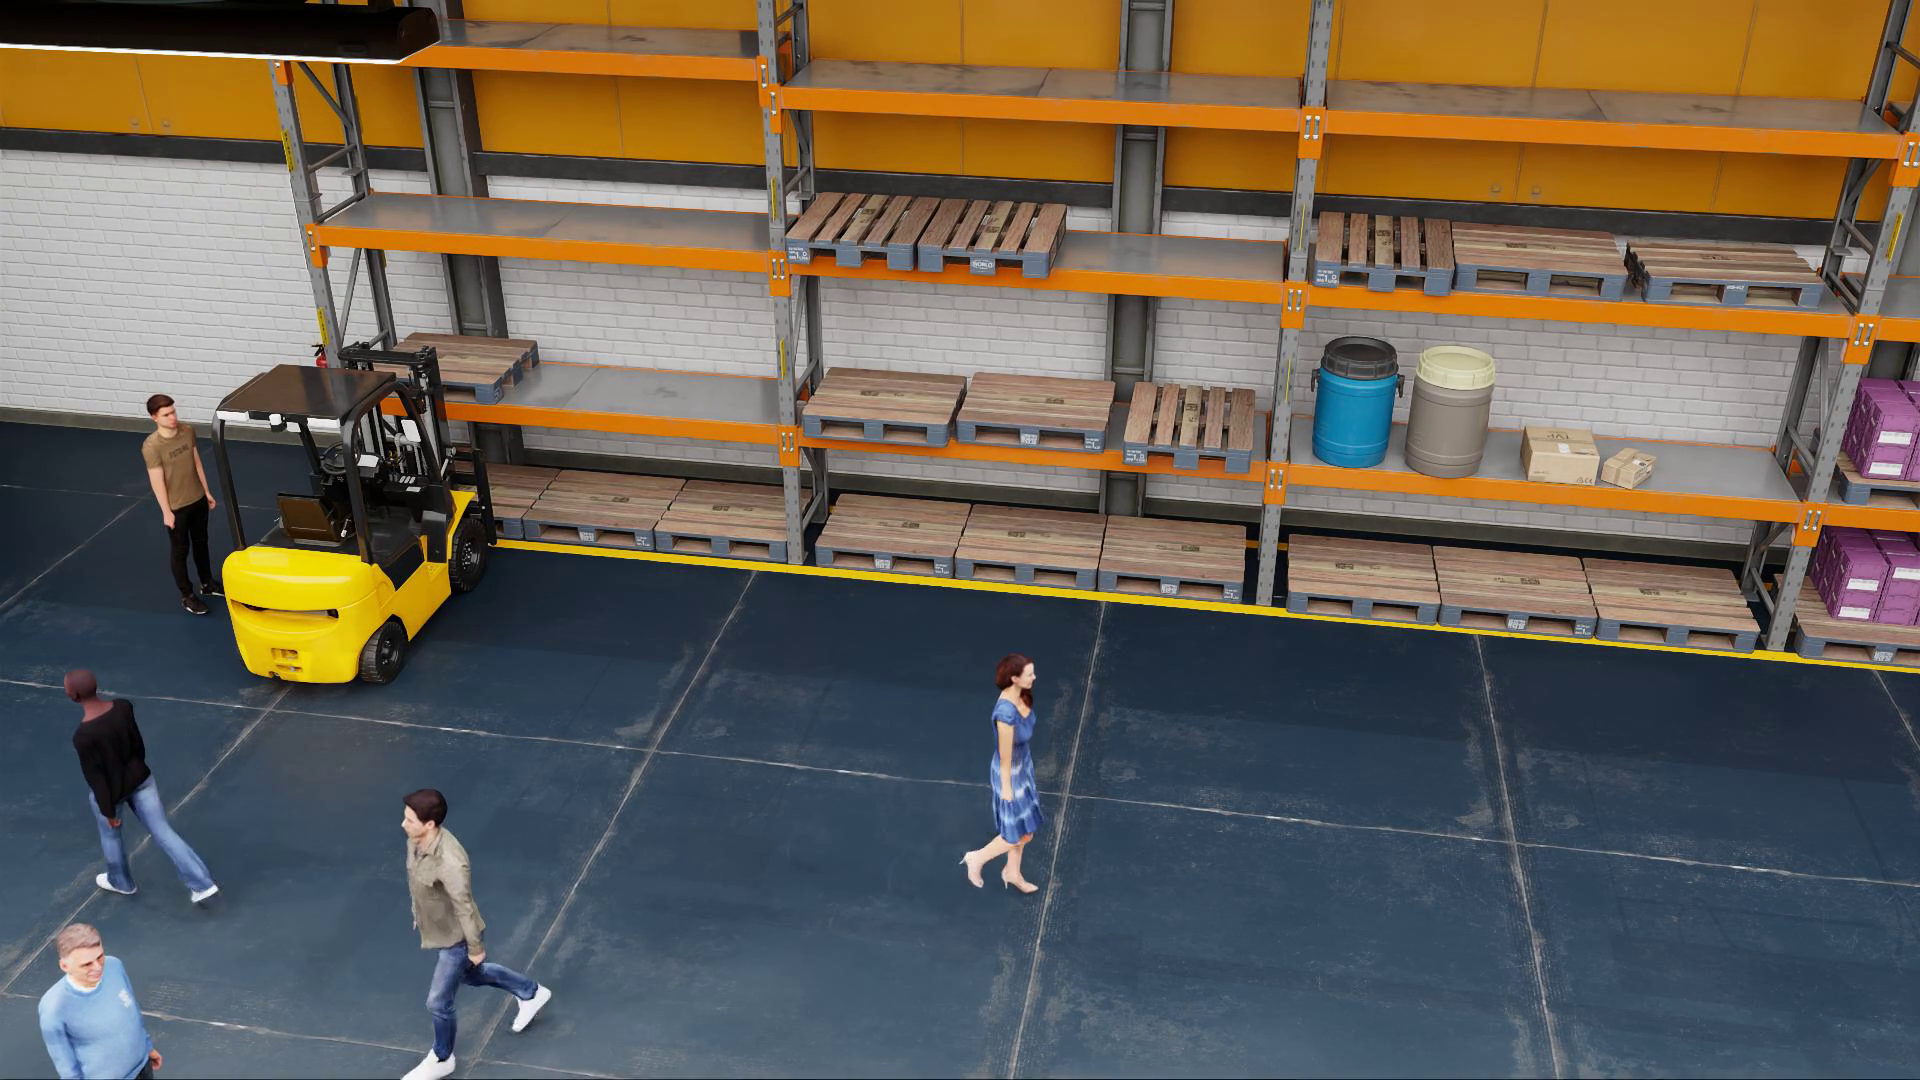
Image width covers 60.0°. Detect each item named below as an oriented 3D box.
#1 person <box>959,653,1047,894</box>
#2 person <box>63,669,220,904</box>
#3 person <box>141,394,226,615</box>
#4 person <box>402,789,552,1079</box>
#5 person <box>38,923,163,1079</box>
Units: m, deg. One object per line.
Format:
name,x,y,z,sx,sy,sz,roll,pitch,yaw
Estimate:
person,0.250,1.475,10.188,0.757,1.794,0.658,5,29,10
person,-5.028,1.540,10.155,1.213,1.712,0.802,13,31,22
person,-6.274,-0.321,13.421,0.637,1.851,0.700,11,31,19
person,-2.660,2.080,9.019,1.225,1.850,1.191,-19,34,-31
person,-4.153,2.592,8.124,0.601,1.809,0.679,9,30,15
